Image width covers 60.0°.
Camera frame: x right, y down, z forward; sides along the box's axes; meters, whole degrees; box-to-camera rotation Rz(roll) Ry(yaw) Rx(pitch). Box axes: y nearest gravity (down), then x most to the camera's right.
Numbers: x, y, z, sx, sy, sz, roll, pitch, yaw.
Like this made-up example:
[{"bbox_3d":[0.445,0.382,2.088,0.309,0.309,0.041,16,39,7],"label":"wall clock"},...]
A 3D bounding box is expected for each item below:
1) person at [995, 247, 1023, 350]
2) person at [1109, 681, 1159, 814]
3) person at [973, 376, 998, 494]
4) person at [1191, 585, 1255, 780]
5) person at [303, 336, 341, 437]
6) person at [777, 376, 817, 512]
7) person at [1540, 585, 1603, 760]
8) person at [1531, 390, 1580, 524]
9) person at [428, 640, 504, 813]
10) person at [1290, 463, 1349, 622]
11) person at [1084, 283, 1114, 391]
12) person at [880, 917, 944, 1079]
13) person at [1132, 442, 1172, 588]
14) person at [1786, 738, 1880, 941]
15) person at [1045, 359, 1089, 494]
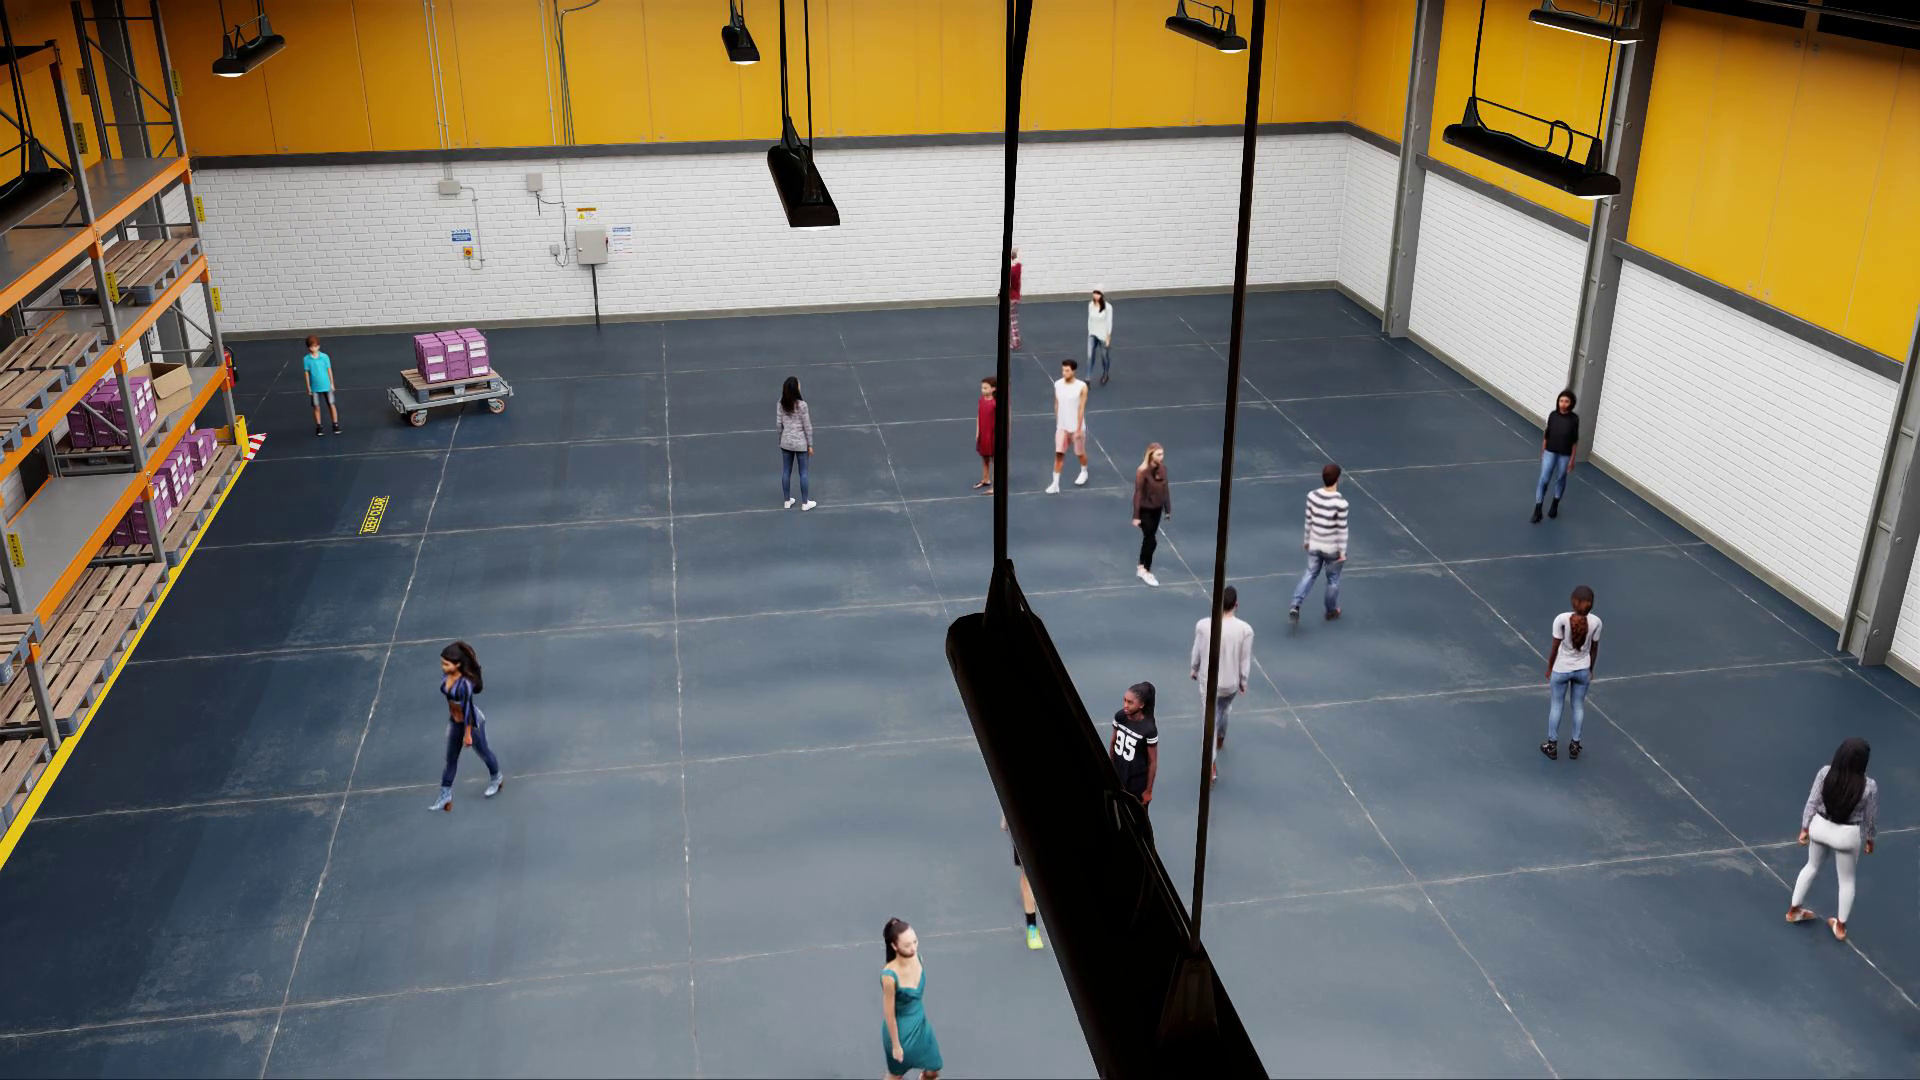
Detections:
[{"bbox_3d":[0.897,-3.944,27.185,0.910,1.689,0.852,13,27,28],"label":"person"},{"bbox_3d":[1.410,1.958,13.634,0.772,1.729,0.681,-21,31,-39],"label":"person"},{"bbox_3d":[0.387,-1.383,21.497,0.677,1.552,0.737,21,31,39],"label":"person"},{"bbox_3d":[2.340,1.301,15.041,0.951,1.806,1.246,4,24,8],"label":"person"},{"bbox_3d":[-9.036,-2.197,23.492,0.544,1.447,0.522,-8,25,-18],"label":"person"},{"bbox_3d":[-2.081,-1.223,20.906,0.689,1.732,0.697,9,25,20],"label":"person"},{"bbox_3d":[5.640,1.213,15.351,0.632,1.718,0.600,2,24,4],"label":"person"},{"bbox_3d":[7.445,-1.065,20.620,0.872,1.673,0.995,10,26,22],"label":"person"},{"bbox_3d":[-4.275,1.602,14.632,1.011,1.581,1.060,17,29,34],"label":"person"},{"bbox_3d":[3.863,0.083,17.795,1.061,1.832,1.078,20,30,38],"label":"person"},{"bbox_3d":[2.167,-3.101,25.370,1.025,1.598,1.144,13,27,27],"label":"person"},{"bbox_3d":[-0.418,3.185,10.903,0.771,1.668,0.712,21,31,39],"label":"person"},{"bbox_3d":[2.105,-0.338,18.930,0.766,1.694,0.812,-18,29,-36],"label":"person"},{"bbox_3d":[6.763,2.325,12.832,0.733,1.699,0.821,16,28,32],"label":"person"},{"bbox_3d":[1.494,-1.482,21.487,1.085,1.741,1.199,13,27,28],"label":"person"}]
